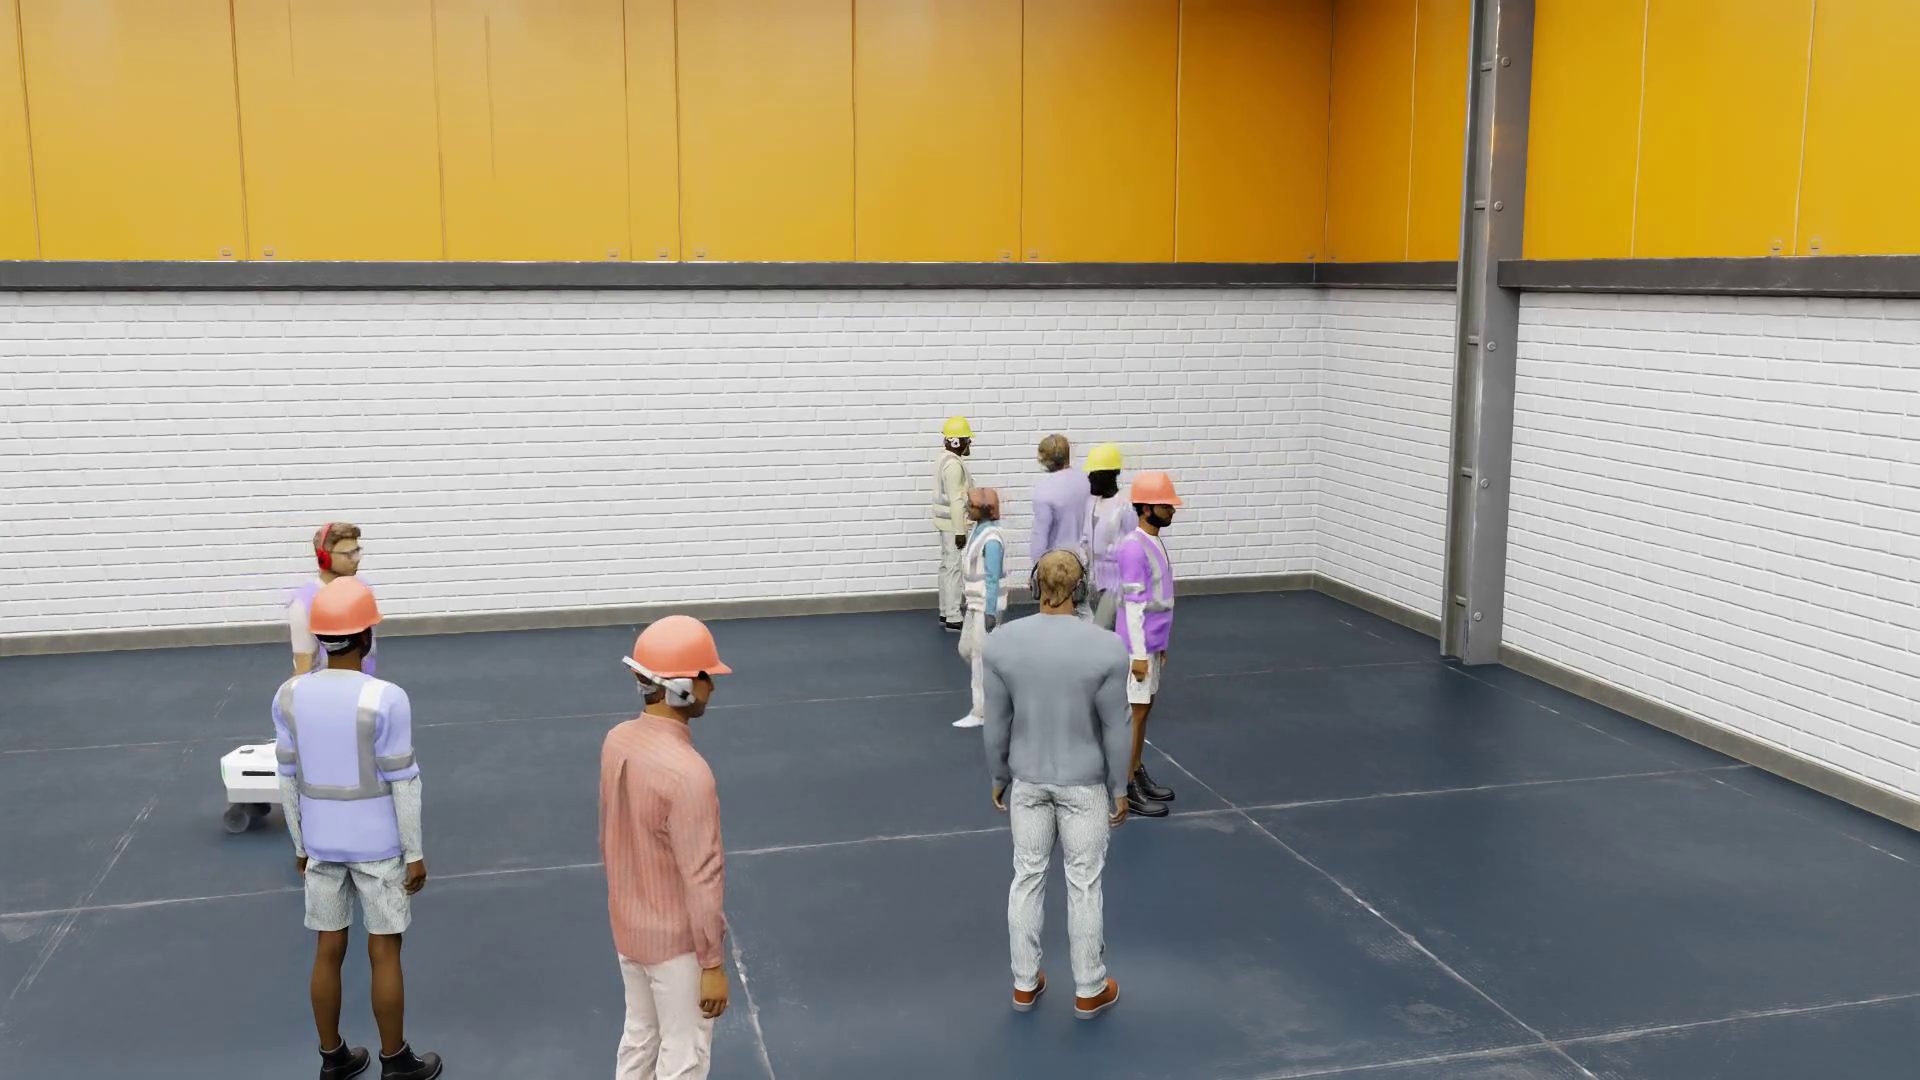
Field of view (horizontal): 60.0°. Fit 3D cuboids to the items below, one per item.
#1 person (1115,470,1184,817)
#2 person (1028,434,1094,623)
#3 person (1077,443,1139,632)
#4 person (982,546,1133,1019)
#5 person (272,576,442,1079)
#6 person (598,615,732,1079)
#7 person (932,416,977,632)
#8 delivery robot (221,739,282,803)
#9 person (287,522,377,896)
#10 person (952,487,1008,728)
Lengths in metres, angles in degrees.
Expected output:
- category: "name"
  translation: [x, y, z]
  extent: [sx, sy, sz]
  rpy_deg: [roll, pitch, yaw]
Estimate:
- category: "person"
  translation: [1.063, 0.570, 9.377]
  extent: [0.364, 1.939, 0.542]
  rpy_deg: [3, 10, 17]
- category: "person"
  translation: [0.768, 0.180, 11.947]
  extent: [0.372, 1.906, 0.692]
  rpy_deg: [9, 13, 44]
- category: "person"
  translation: [0.935, 0.305, 11.169]
  extent: [0.803, 1.897, 0.597]
  rpy_deg: [-3, 10, -18]
- category: "person"
  translation: [0.401, 0.987, 6.786]
  extent: [0.627, 1.938, 0.372]
  rpy_deg: [3, 10, 20]
- category: "person"
  translation: [-2.208, 1.094, 6.101]
  extent: [0.545, 1.942, 0.353]
  rpy_deg: [2, 9, 12]
- category: "person"
  translation: [-0.887, 1.216, 5.179]
  extent: [0.400, 1.989, 0.623]
  rpy_deg: [-7, 11, -37]
- category: "person"
  translation: [-0.030, -0.137, 14.121]
  extent: [0.404, 1.832, 0.600]
  rpy_deg: [-2, 9, -10]
- category: "delivery robot"
  translation: [-3.641, 1.259, 9.095]
  extent: [0.707, 0.478, 0.477]
  rpy_deg: [0, 9, 2]
- category: "person"
  translation: [-3.047, 0.821, 8.181]
  extent: [0.463, 1.853, 0.590]
  rpy_deg: [2, 9, 15]
- category: "person"
  translation: [0.186, 0.447, 11.095]
  extent: [0.437, 1.626, 0.530]
  rpy_deg: [-2, 9, -10]
